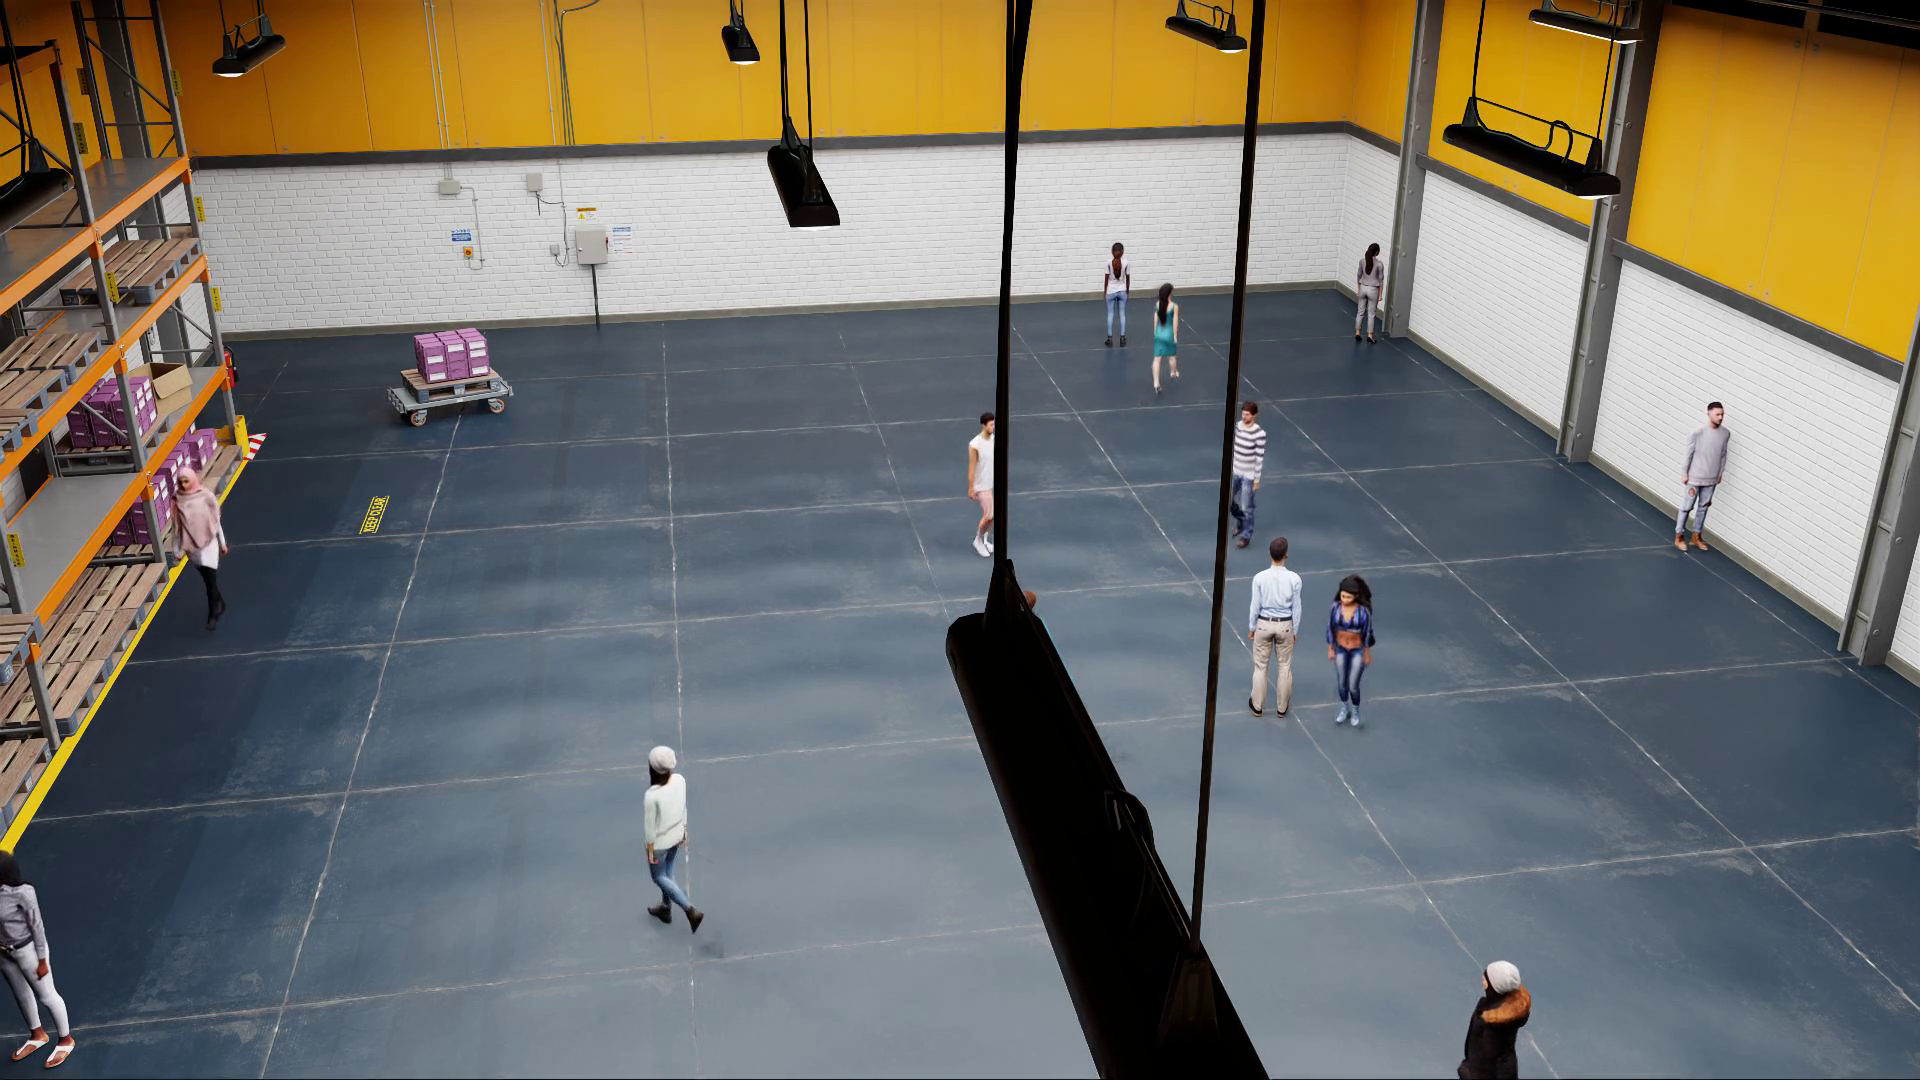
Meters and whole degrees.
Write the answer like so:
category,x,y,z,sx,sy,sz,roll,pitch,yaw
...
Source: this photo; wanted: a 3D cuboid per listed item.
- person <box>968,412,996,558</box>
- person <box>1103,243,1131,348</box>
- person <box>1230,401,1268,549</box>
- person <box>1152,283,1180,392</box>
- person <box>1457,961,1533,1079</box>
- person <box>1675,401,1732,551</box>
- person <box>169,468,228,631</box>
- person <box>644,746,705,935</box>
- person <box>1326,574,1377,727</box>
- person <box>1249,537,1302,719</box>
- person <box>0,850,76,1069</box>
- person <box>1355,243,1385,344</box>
category,x,y,z,sx,sy,sz,roll,pitch,yaw
person,0.250,-0.683,19.619,0.840,1.775,0.783,17,29,33
person,2.577,-4.052,27.392,0.605,1.721,0.545,-2,24,-4
person,3.449,-0.809,19.832,0.895,1.836,0.828,-20,31,-39
person,3.059,-3.026,25.138,0.961,1.647,1.072,12,26,26
person,3.416,3.383,10.508,0.842,1.621,0.780,15,28,30
person,8.820,-0.785,19.771,0.694,1.839,0.601,-2,24,-4
person,-8.174,0.046,17.958,0.656,1.768,1.056,-4,24,-9
person,-2.232,2.338,12.889,0.995,1.629,0.919,17,29,34
person,3.739,1.053,15.852,0.761,1.610,0.817,14,27,29
person,3.025,0.848,16.027,0.710,1.846,0.694,3,24,6
person,-6.507,2.877,11.539,0.667,1.722,0.648,6,24,14
person,6.766,-4.086,27.527,0.709,1.677,0.783,19,30,36
